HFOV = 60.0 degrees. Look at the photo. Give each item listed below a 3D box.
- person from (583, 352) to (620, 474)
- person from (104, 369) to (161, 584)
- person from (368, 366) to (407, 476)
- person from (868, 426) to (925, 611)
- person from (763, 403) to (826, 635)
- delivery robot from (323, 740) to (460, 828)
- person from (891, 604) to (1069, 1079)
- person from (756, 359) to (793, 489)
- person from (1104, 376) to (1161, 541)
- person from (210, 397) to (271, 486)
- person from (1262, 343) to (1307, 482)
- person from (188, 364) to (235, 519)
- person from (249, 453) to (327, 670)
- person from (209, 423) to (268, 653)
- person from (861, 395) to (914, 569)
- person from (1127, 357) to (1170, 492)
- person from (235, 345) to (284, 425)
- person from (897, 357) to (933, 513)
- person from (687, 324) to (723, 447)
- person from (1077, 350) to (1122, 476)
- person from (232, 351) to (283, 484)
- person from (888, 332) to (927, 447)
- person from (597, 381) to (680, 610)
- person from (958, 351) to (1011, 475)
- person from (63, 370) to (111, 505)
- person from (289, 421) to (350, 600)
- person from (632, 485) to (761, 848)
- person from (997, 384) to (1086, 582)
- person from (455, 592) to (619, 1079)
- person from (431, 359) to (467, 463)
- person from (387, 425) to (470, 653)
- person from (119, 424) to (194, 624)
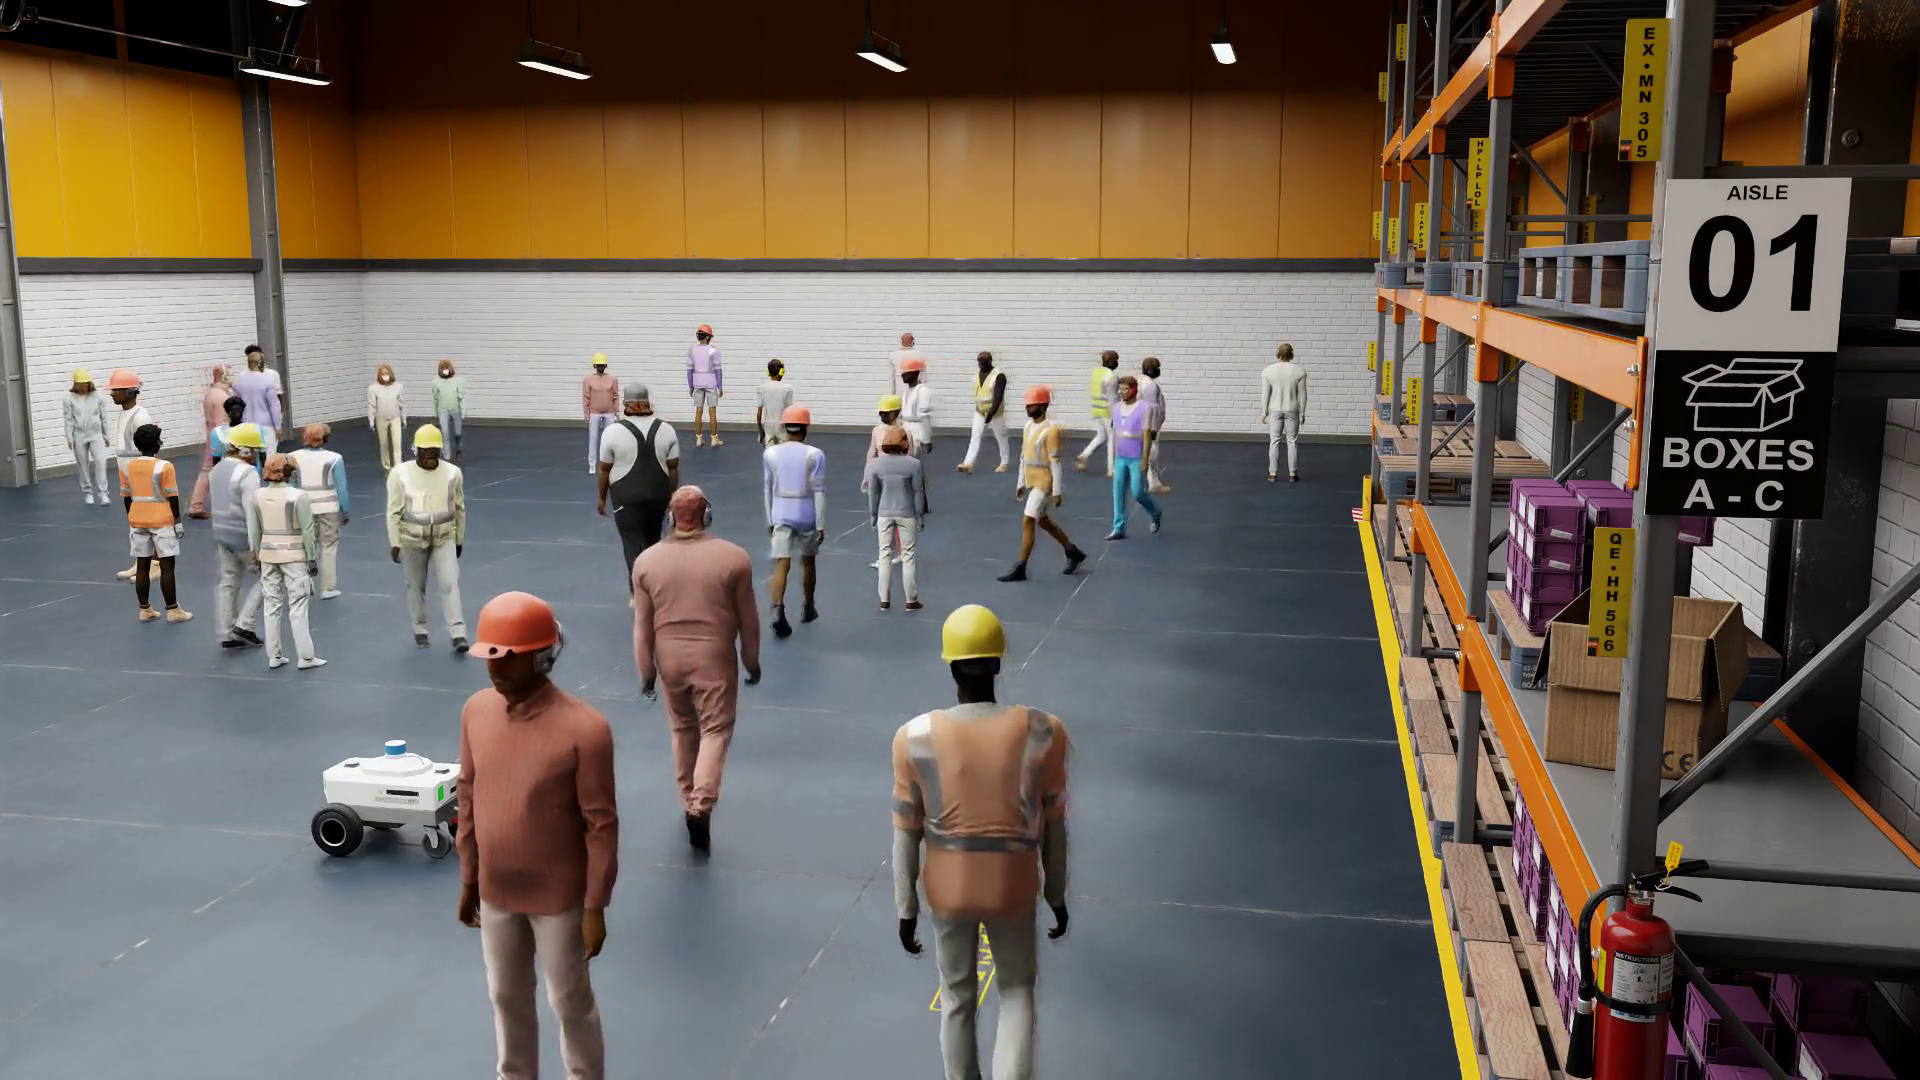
[{"bbox_3d":[-5.187,-1.832,24.083,0.533,1.765,0.330,-4,10,-23],"label":"person"},{"bbox_3d":[-7.870,-0.604,15.845,0.391,2.045,0.608,-9,13,-42],"label":"person"},{"bbox_3d":[-8.136,-1.677,23.662,0.517,1.593,0.856,-4,10,-22],"label":"person"},{"bbox_3d":[-0.551,-0.188,14.567,0.497,1.633,0.279,2,10,12],"label":"person"},{"bbox_3d":[-1.374,-0.182,13.765,0.534,1.898,0.961,1,9,6],"label":"person"},{"bbox_3d":[-2.922,1.286,8.651,0.707,0.478,0.477,2,10,12],"label":"delivery robot"},{"bbox_3d":[0.069,1.172,5.536,0.602,1.909,0.552,0,9,0],"label":"person"},{"bbox_3d":[-2.279,-1.326,20.740,0.517,1.865,0.327,2,10,12],"label":"person"},{"bbox_3d":[1.920,-0.909,18.345,0.668,1.829,0.572,-9,13,-43],"label":"person"},{"bbox_3d":[-7.433,-0.647,17.233,0.546,1.652,0.838,-6,11,-33],"label":"person"},{"bbox_3d":[4.511,-1.769,23.176,0.627,1.940,0.371,2,10,12],"label":"person"},{"bbox_3d":[-8.768,-1.172,19.850,1.020,1.853,0.633,-8,12,-40],"label":"person"},{"bbox_3d":[-5.047,0.162,12.443,0.512,1.639,0.312,2,10,12],"label":"person"},{"bbox_3d":[-5.606,-0.012,12.972,0.696,1.804,0.446,6,11,34],"label":"person"},{"bbox_3d":[-0.751,-0.574,16.595,0.798,1.737,0.530,-9,13,-42],"label":"person"},{"bbox_3d":[2.435,-1.511,21.986,0.721,1.820,0.633,-2,10,-9],"label":"person"},{"bbox_3d":[-9.844,-1.788,23.403,0.616,1.916,1.025,-3,10,-18],"label":"person"},{"bbox_3d":[-0.628,-1.243,20.064,0.639,1.916,0.581,-5,11,-28],"label":"person"},{"bbox_3d":[-4.230,-2.565,27.692,0.605,2.033,0.395,2,10,12],"label":"person"},{"bbox_3d":[2.045,-1.801,23.726,0.638,1.821,0.638,-5,11,-26],"label":"person"},{"bbox_3d":[-8.930,-1.438,21.204,0.627,1.934,0.371,2,10,12],"label":"person"},{"bbox_3d":[-0.850,-2.471,27.503,0.636,1.911,0.405,2,10,12],"label":"person"},{"bbox_3d":[-2.908,-0.428,14.795,0.687,2.000,0.868,-6,11,-30],"label":"person"},{"bbox_3d":[0.402,-1.830,24.036,0.615,1.776,1.042,7,12,38],"label":"person"},{"bbox_3d":[-10.940,-1.270,20.869,0.500,1.699,0.870,-6,11,-34],"label":"person"},{"bbox_3d":[-5.780,-0.262,15.038,0.534,1.622,0.370,0,9,3],"label":"person"},{"bbox_3d":[-1.404,0.652,8.796,0.645,1.875,0.868,1,9,6],"label":"person"},{"bbox_3d":[0.815,-0.558,16.018,0.945,1.909,0.552,-4,10,-23],"label":"person"},{"bbox_3d":[-1.415,1.143,5.468,0.621,1.991,0.399,4,10,25],"label":"person"},{"bbox_3d":[-7.753,-1.952,25.254,0.497,1.610,0.669,-3,10,-18],"label":"person"},{"bbox_3d":[-4.122,0.008,12.928,0.614,1.790,0.896,-5,11,-27],"label":"person"},{"bbox_3d":[-6.804,-0.133,14.047,0.529,1.697,0.321,2,10,12],"label":"person"}]
